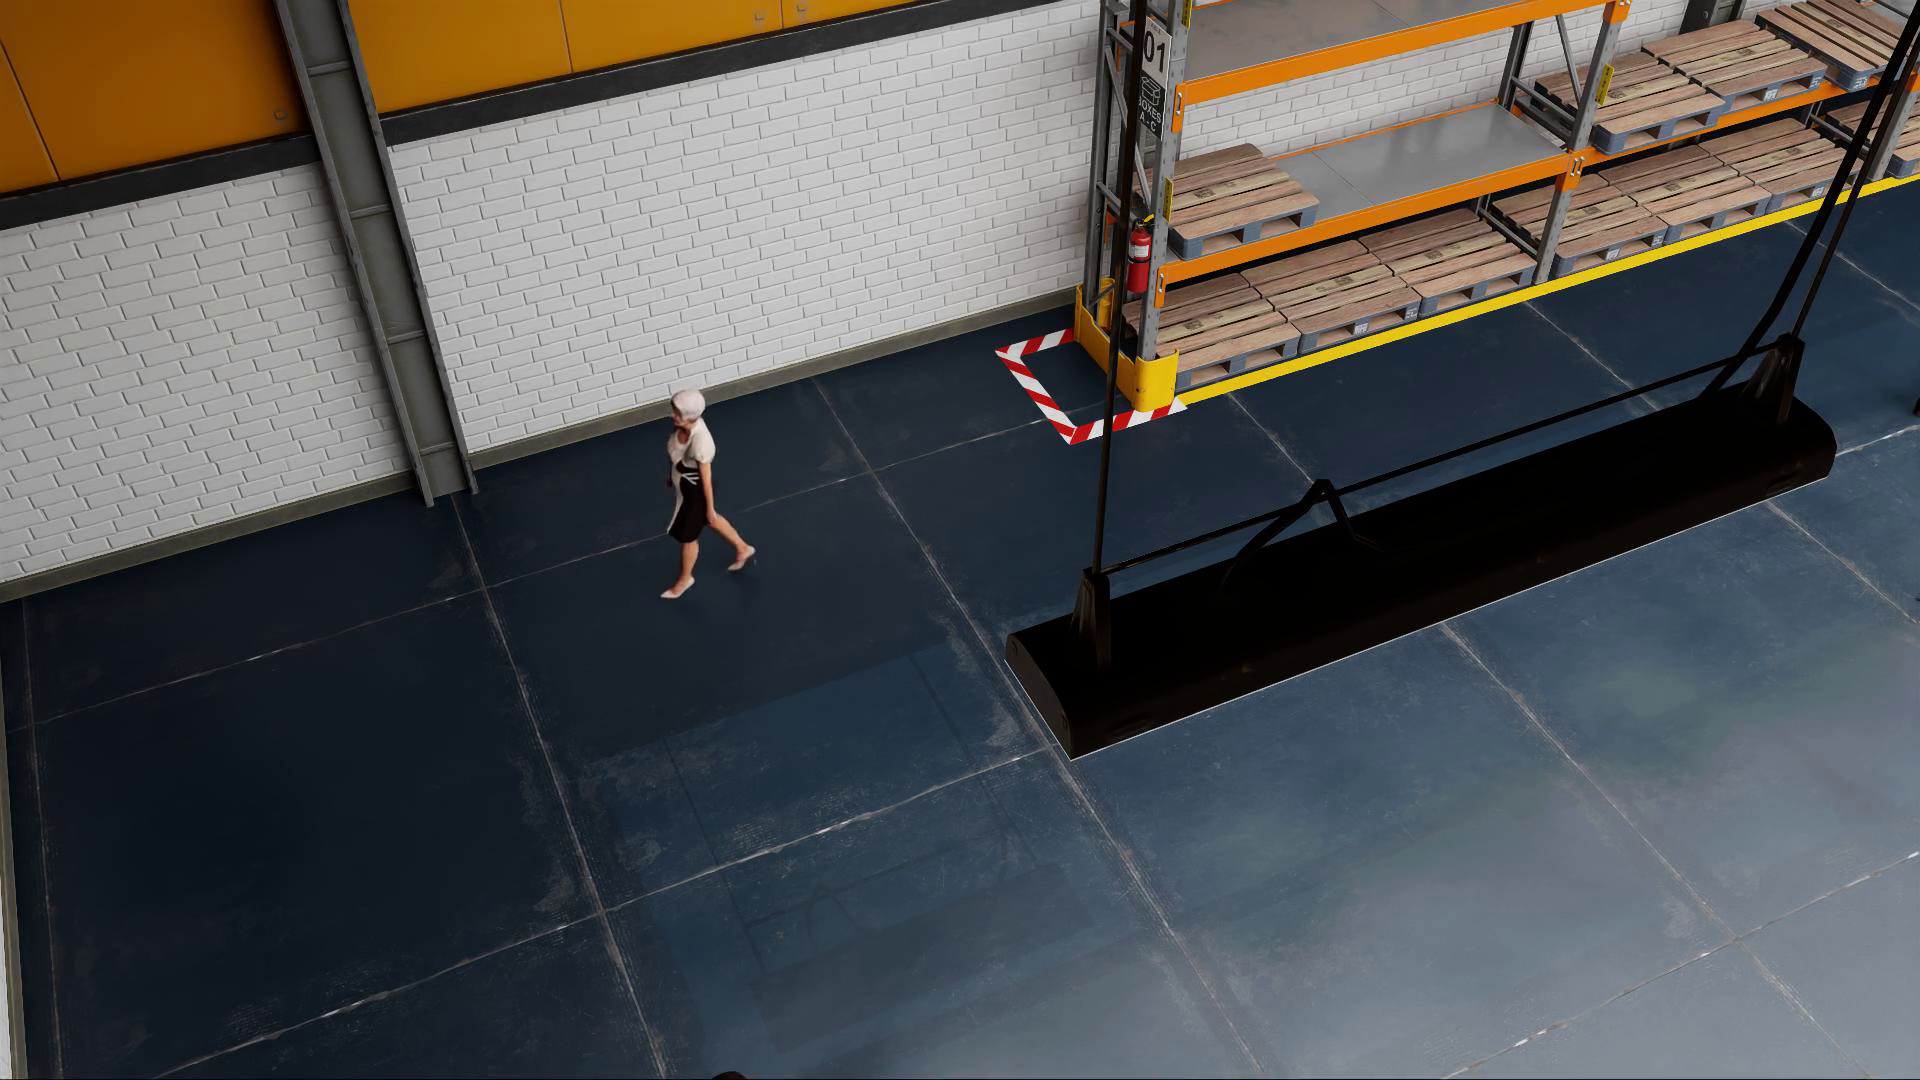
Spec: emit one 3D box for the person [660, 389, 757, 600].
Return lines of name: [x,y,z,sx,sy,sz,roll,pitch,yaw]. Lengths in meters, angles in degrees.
person: [-1.725,-0.350,11.357,0.983,1.726,0.703,-12,45,-12]
